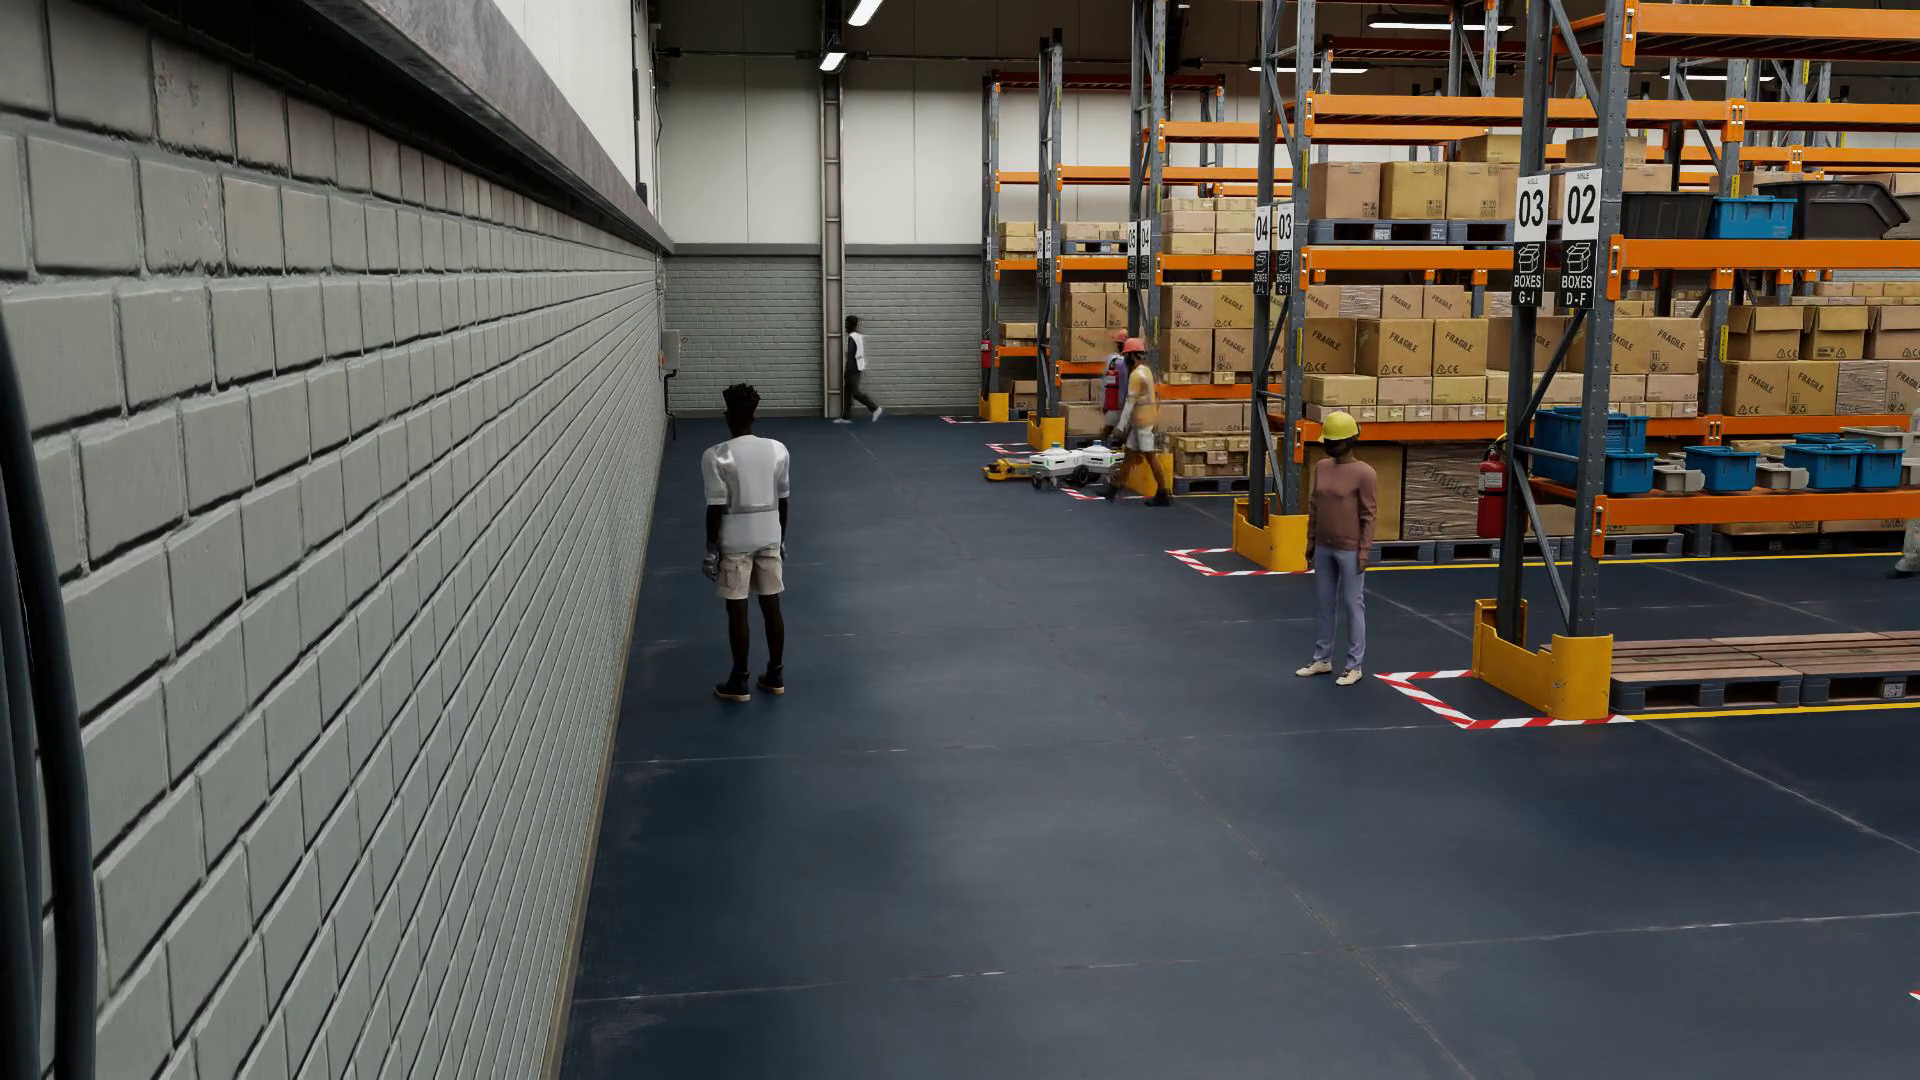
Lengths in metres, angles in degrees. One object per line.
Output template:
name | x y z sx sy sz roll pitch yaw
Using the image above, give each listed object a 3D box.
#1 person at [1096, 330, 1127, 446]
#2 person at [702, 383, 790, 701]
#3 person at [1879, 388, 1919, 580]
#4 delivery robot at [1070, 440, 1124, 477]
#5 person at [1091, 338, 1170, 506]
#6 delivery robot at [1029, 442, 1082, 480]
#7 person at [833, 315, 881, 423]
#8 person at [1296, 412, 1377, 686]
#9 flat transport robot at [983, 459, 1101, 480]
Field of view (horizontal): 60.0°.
person | 2.120 -1.837 22.012 1.041 1.877 0.538 -2 9 -11
person | -1.325 0.013 10.295 0.608 1.966 0.374 -7 12 -37
person | 8.364 -0.544 14.252 0.822 1.808 0.587 0 9 0
delivery robot | 1.693 -0.990 20.538 0.707 0.478 0.477 8 12 41
person | 1.935 -1.322 18.752 0.976 1.885 0.567 2 9 14
delivery robot | 1.165 -0.944 20.254 0.477 0.478 0.707 8 12 42
person | -1.793 -2.947 28.761 0.802 1.897 0.595 0 9 2
person | 2.425 0.054 10.688 0.328 1.759 0.524 -7 11 -35
flat transport robot | 1.034 -0.917 21.246 1.431 0.197 0.652 -1 9 -6
